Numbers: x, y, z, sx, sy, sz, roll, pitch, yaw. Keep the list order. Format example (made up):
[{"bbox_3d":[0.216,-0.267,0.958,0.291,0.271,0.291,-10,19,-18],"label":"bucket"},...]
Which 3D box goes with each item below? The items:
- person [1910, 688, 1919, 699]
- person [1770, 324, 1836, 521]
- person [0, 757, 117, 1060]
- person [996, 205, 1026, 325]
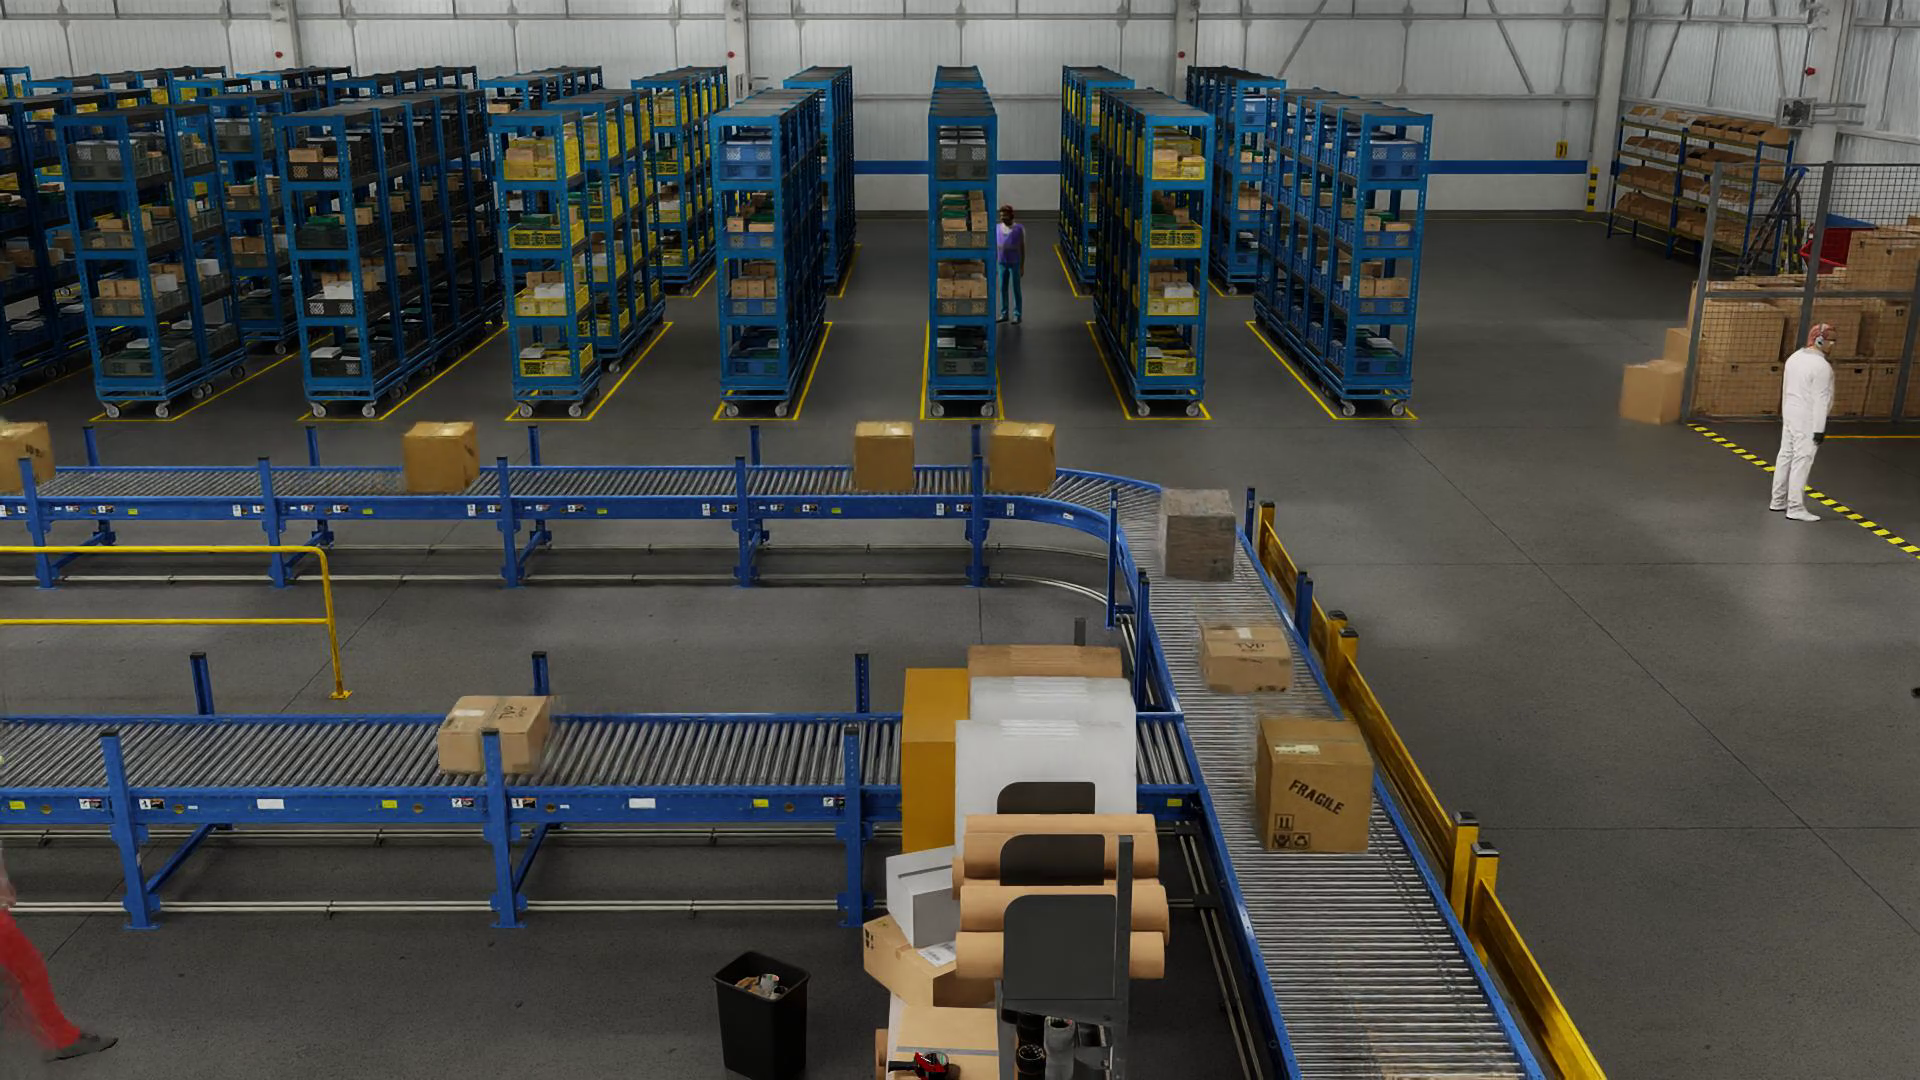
[{"bbox_3d":[7.086,0.366,11.636,0.415,1.785,0.742,-8,20,-23],"label":"person"},{"bbox_3d":[8.195,-1.145,16.091,0.402,1.904,0.639,0,18,-1],"label":"person"},{"bbox_3d":[-4.550,1.693,7.638,0.905,1.722,0.534,-11,21,-31],"label":"person"},{"bbox_3d":[0.762,-4.287,25.887,0.571,1.831,0.409,10,21,29],"label":"person"}]
